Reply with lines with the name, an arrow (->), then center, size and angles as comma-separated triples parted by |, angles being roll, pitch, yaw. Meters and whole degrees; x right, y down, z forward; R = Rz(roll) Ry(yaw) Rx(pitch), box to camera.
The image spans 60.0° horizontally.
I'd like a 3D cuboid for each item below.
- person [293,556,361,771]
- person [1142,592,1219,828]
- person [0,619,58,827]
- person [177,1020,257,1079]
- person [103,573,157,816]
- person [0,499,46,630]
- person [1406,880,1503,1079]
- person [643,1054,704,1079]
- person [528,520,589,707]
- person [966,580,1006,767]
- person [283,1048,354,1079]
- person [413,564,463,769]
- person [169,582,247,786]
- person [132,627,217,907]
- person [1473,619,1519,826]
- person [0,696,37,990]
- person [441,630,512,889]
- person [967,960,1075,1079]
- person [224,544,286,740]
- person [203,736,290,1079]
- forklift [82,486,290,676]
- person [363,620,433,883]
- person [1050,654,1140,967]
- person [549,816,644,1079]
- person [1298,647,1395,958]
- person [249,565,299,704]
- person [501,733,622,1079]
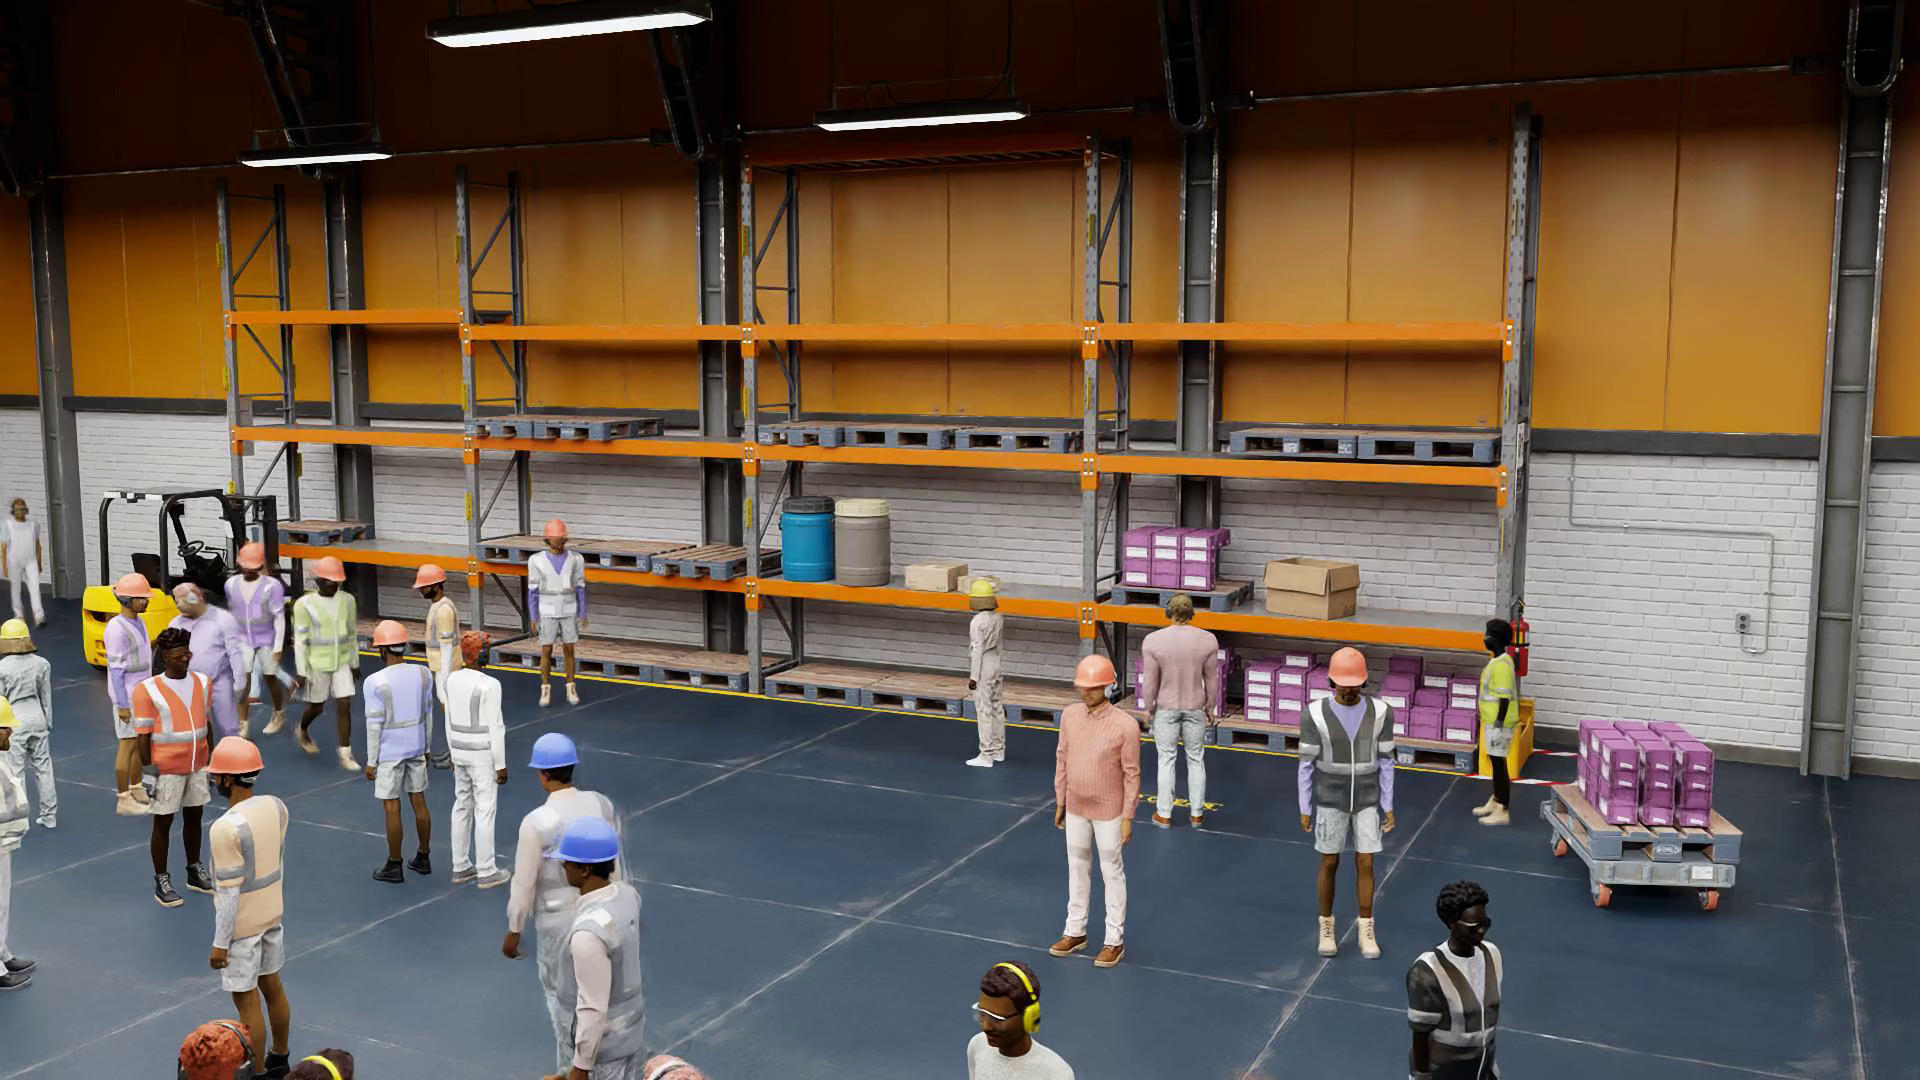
person -> -5.923, 1.126, 15.462 | 0.857, 2.013, 0.656 | 6, 9, 41
person -> 1.785, 1.384, 13.545 | 0.630, 1.940, 0.373 | 0, 7, -3
person -> -7.578, 1.499, 13.432 | 0.338, 1.733, 0.480 | 4, 8, 29
person -> -2.290, 2.426, 5.201 | 0.587, 1.876, 0.354 | 1, 7, 11
person -> -6.912, 1.288, 13.955 | 0.406, 2.035, 0.611 | -1, 7, -7
person -> -12.859, 0.335, 22.835 | 0.517, 1.790, 0.995 | -6, 9, -40
person -> 2.119, 2.279, 7.134 | 0.536, 1.697, 0.322 | -4, 8, -33
person -> -0.824, 2.464, 4.980 | 0.670, 1.856, 1.006 | -5, 9, -37
person -> -4.342, 0.795, 18.034 | 0.642, 2.033, 0.428 | -2, 7, -20
person -> 0.225, 1.239, 15.546 | 0.323, 1.741, 0.490 | 4, 8, 31
person -> -1.924, 2.450, 5.027 | 0.537, 1.870, 0.340 | 3, 7, 21
person -> -4.826, 1.170, 15.418 | 0.421, 1.920, 0.543 | -3, 7, -22
person -> -6.617, 1.288, 14.675 | 0.690, 1.872, 0.515 | 0, 7, 1
person -> -5.530, 1.581, 11.792 | 0.366, 1.967, 0.603 | 4, 8, 29
person -> 4.426, 1.489, 13.687 | 0.321, 1.698, 0.537 | 1, 7, 12
person -> -5.918, 1.852, 10.190 | 0.403, 1.817, 0.601 | -4, 8, -28
person -> -3.525, 1.590, 12.114 | 0.568, 1.878, 0.352 | 5, 8, 35
person -> 0.191, 2.364, 5.793 | 0.326, 1.859, 0.508 | -6, 9, -43
person -> -6.960, 1.008, 16.424 | 0.633, 1.982, 0.983 | 0, 7, 2
person -> -3.725, 1.975, 8.664 | 0.358, 1.938, 0.542 | 1, 7, 8
forklift -> -9.426, 0.454, 20.179 | 1.214, 2.155, 2.313 | 3, 8, 26
person -> -4.133, 1.544, 12.226 | 0.358, 1.937, 0.544 | 5, 9, 38
person -> 0.858, 1.709, 10.624 | 0.608, 1.996, 0.376 | 5, 9, 36
person -> -1.557, 2.147, 7.194 | 0.389, 1.949, 0.602 | 0, 7, 4
person -> 2.490, 1.685, 10.710 | 0.619, 2.028, 0.410 | 0, 7, 1
person -> -7.552, 0.999, 18.051 | 0.599, 1.614, 0.506 | -2, 7, -16
person -> -2.074, 1.969, 8.745 | 0.450, 1.926, 0.630 | 4, 8, 27
